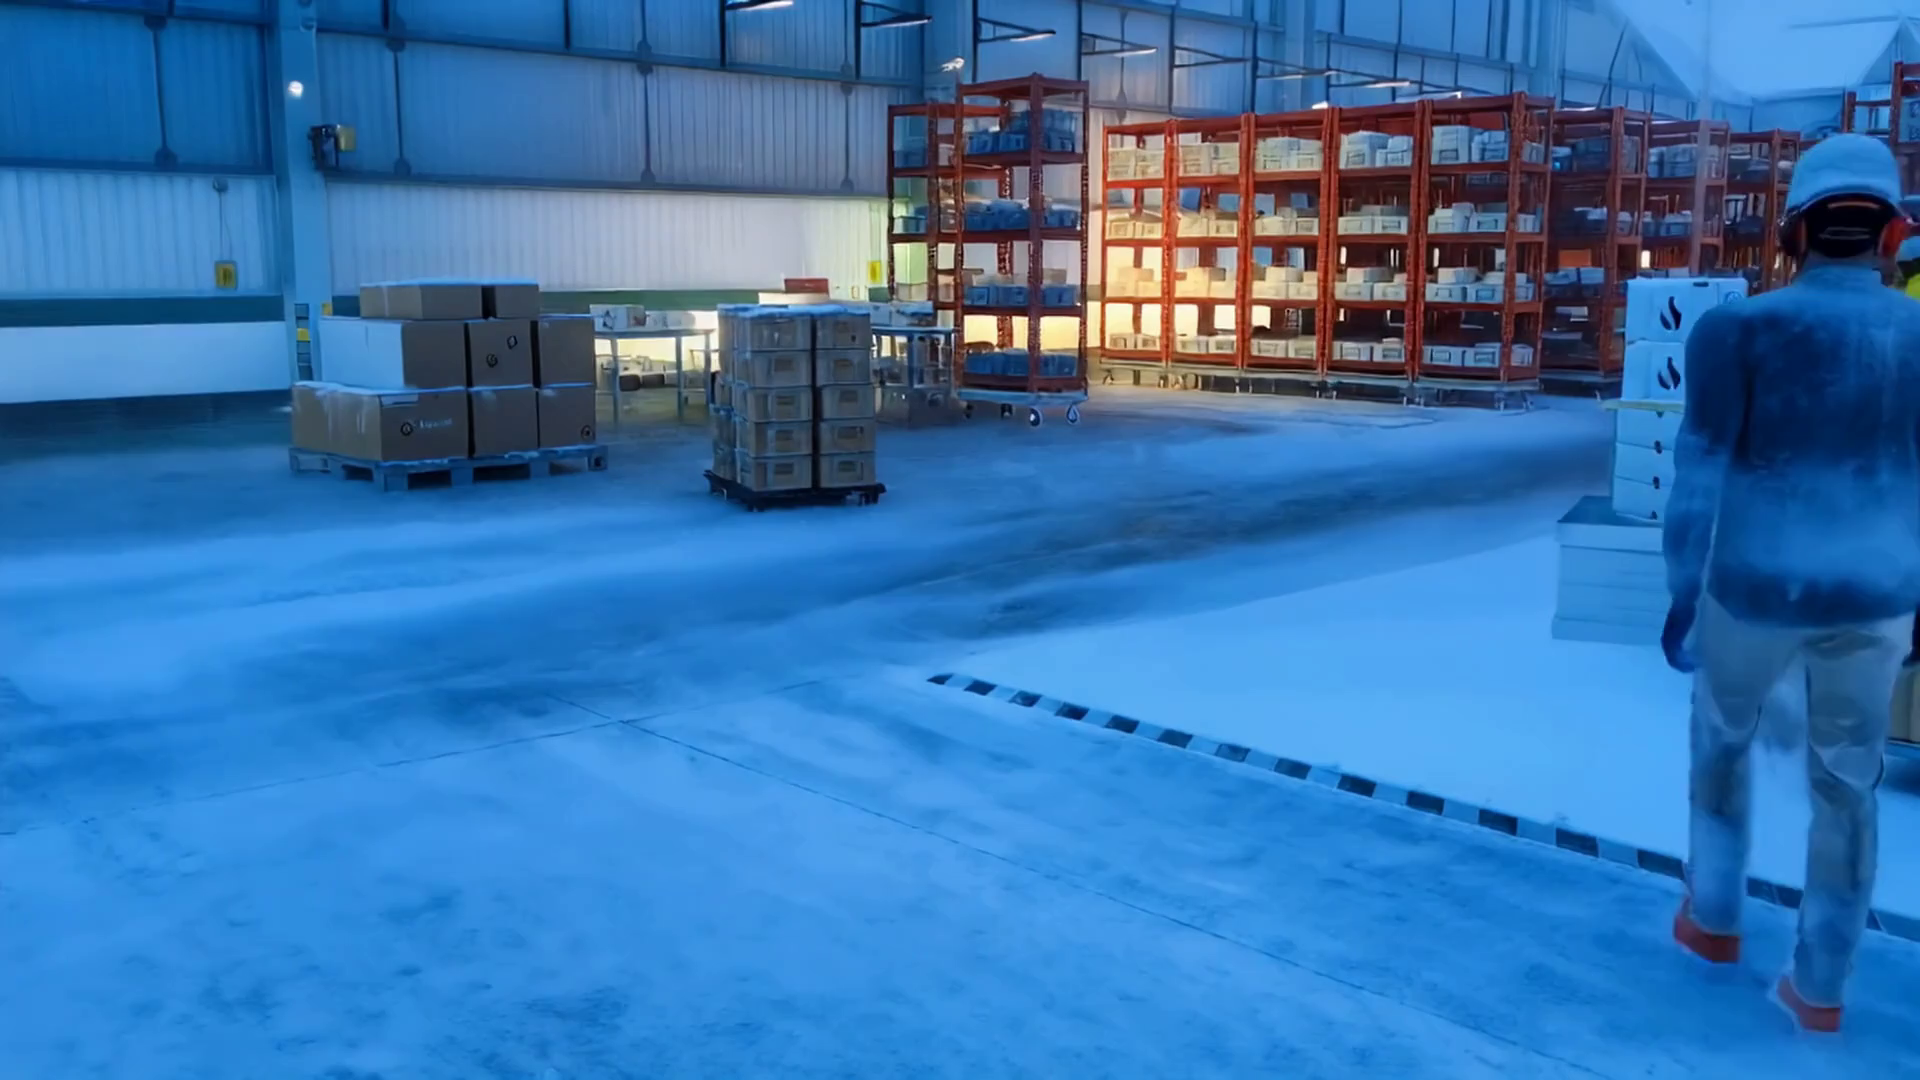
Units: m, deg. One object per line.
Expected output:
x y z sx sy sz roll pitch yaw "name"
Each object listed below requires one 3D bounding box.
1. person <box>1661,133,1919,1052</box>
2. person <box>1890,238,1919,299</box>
1.908 0.098 3.752 0.649 1.964 0.741 2 10 14 "person"
8.076 -1.573 13.994 0.669 1.919 0.619 5 11 29 "person"
